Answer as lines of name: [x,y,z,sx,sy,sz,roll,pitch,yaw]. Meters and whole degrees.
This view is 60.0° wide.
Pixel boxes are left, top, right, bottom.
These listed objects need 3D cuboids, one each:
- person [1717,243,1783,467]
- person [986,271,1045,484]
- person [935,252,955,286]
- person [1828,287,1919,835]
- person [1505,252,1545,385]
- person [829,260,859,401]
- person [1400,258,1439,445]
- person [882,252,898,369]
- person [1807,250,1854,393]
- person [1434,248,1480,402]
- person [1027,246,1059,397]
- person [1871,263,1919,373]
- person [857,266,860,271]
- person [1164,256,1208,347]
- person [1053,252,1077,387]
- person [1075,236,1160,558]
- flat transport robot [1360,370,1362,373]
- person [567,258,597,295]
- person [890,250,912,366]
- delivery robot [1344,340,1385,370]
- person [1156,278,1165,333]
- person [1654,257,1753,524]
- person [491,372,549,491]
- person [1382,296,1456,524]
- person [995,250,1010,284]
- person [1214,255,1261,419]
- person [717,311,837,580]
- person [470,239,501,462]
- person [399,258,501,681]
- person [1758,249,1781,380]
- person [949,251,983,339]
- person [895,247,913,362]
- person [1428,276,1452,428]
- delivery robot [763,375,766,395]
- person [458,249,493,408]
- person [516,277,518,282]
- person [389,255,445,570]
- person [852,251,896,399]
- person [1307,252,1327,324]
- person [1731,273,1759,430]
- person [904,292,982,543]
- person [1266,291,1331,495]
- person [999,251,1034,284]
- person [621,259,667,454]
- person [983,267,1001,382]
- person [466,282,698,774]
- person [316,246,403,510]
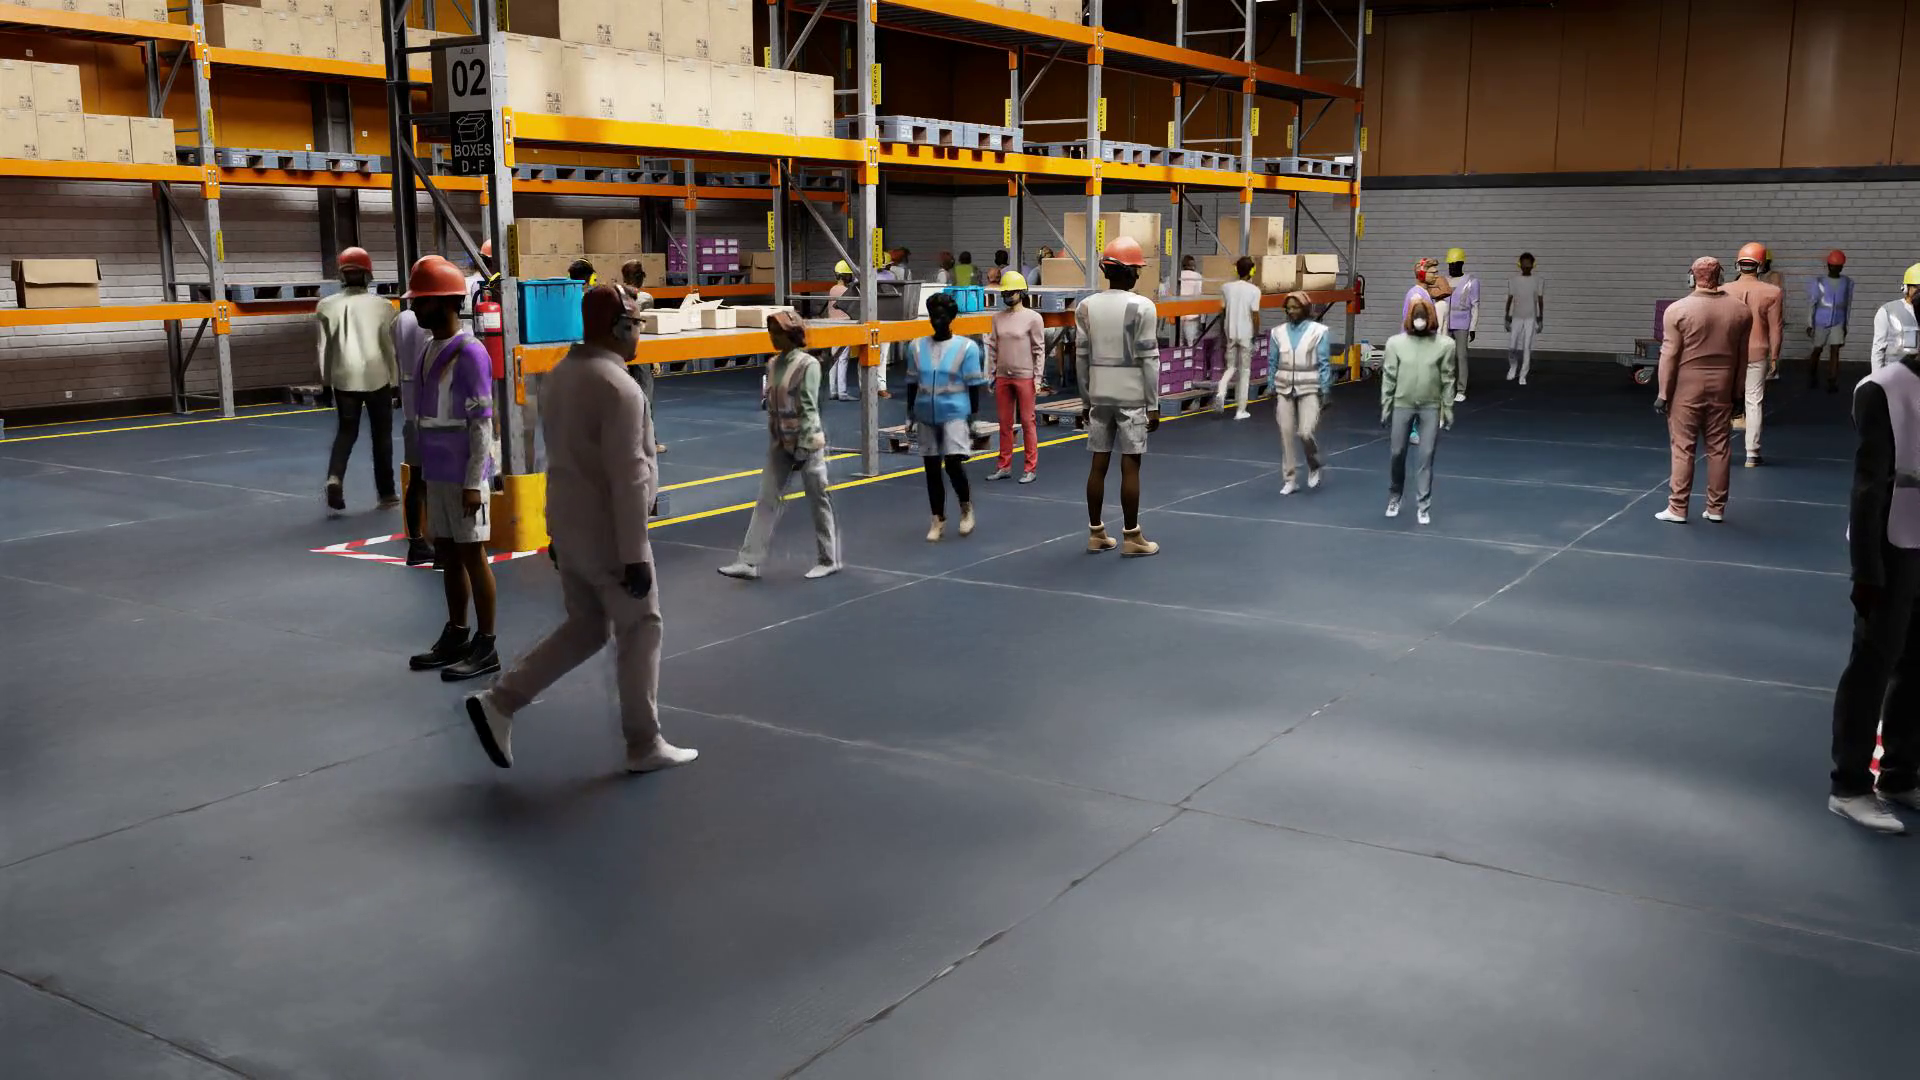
person: [7.014,-1.648,14.889,0.614,1.994,0.381,6,12,31]
person: [0.452,-1.350,13.875,0.533,1.765,0.321,7,12,34]
person: [-0.314,-3.807,27.295,0.986,1.846,0.575,2,10,10]
person: [3.293,0.042,5.747,0.596,1.918,0.391,-4,11,-23]
person: [7.932,-3.104,23.359,0.522,1.857,0.426,4,11,20]
person: [-1.468,-2.632,20.977,0.325,1.767,0.533,-6,12,-29]
person: [4.542,-1.868,16.519,0.374,1.843,0.574,3,11,19]
person: [-1.187,-3.596,26.122,0.404,1.837,0.596,3,11,15]
person: [11.666,-2.941,22.354,0.558,1.900,0.985,3,11,14]
person: [6.198,-2.691,20.858,0.592,1.925,0.385,10,14,44]
person: [1.087,-2.841,21.659,0.372,1.940,0.631,5,11,26]
person: [7.848,-1.362,13.752,0.591,1.833,0.403,1,10,3]
person: [-1.383,-3.907,27.282,0.687,2.000,0.908,5,11,26]
person: [3.240,-3.170,23.894,0.644,1.803,0.493,3,11,15]
person: [1.467,-3.088,23.173,0.549,1.882,0.970,0,10,1]
person: [1.022,-0.905,10.637,0.606,2.044,0.373,8,13,38]
flat transport robot: [5.519,-2.675,25.355,1.431,0.197,0.652,2,10,10]
person: [-3.151,-1.432,14.025,0.531,1.875,0.316,5,11,24]
person: [-1.097,-3.725,26.792,0.631,1.867,0.727,-3,11,-15]
delivery robot: [5.957,-2.708,24.491,0.477,0.478,0.707,-3,11,-17]
person: [2.827,-3.270,24.646,0.490,1.719,0.775,7,13,35]
person: [5.281,-1.062,11.903,0.642,1.903,0.399,-1,10,-3]
person: [-3.478,-1.118,13.001,0.548,1.613,0.418,1,10,7]
person: [3.308,-0.938,12.012,0.513,1.643,0.380,3,11,17]
person: [0.739,-4.284,29.922,0.429,1.844,0.624,4,11,23]
person: [3.121,-2.272,18.736,0.548,1.855,0.567,7,12,34]
person: [-1.043,-0.532,9.782,0.816,1.601,0.531,-10,14,-43]
person: [-4.234,-1.740,15.263,0.393,2.041,0.613,-9,13,-40]
person: [-2.363,-0.322,7.698,0.358,1.938,0.542,-10,14,-43]
person: [11.465,-3.239,23.968,0.895,1.886,0.623,1,10,4]
person: [0.111,-4.331,30.247,0.654,1.835,0.477,2,10,11]
person: [-1.000,-3.853,27.344,0.833,1.913,0.637,-5,11,-27]
person: [5.150,-2.028,18.001,0.279,1.631,0.500,4,11,22]
delivery robot: [-2.044,-1.835,19.658,0.477,0.478,0.707,-6,12,-32]
person: [-5.710,-2.494,19.788,0.654,1.918,0.642,2,11,14]
person: [-5.796,-2.796,21.242,0.375,1.997,0.611,-2,10,-10]
person: [-3.242,-0.782,10.281,0.541,1.932,0.382,6,12,32]
person: [-1.075,-2.749,21.147,0.633,1.938,0.356,-7,12,-32]
person: [5.798,-3.791,27.239,0.404,1.824,0.591,5,11,25]
person: [8.353,-2.020,17.780,0.318,1.697,0.535,-1,10,-6]
person: [-0.124,-0.813,11.135,0.534,1.688,0.364,4,11,23]
person: [2.677,-1.160,13.196,0.532,1.623,0.389,6,12,32]
person: [0.909,-3.691,26.457,0.646,1.908,0.408,-3,11,-14]
person: [-3.059,-1.725,15.731,0.507,1.847,0.346,5,11,25]
person: [0.502,-3.062,23.715,0.512,1.638,0.312,-1,10,-5]
person: [-1.414,-0.019,6.209,0.740,1.877,0.681,-7,13,-36]
person: [-4.455,-1.185,12.372,0.636,1.976,0.755,0,10,3]
